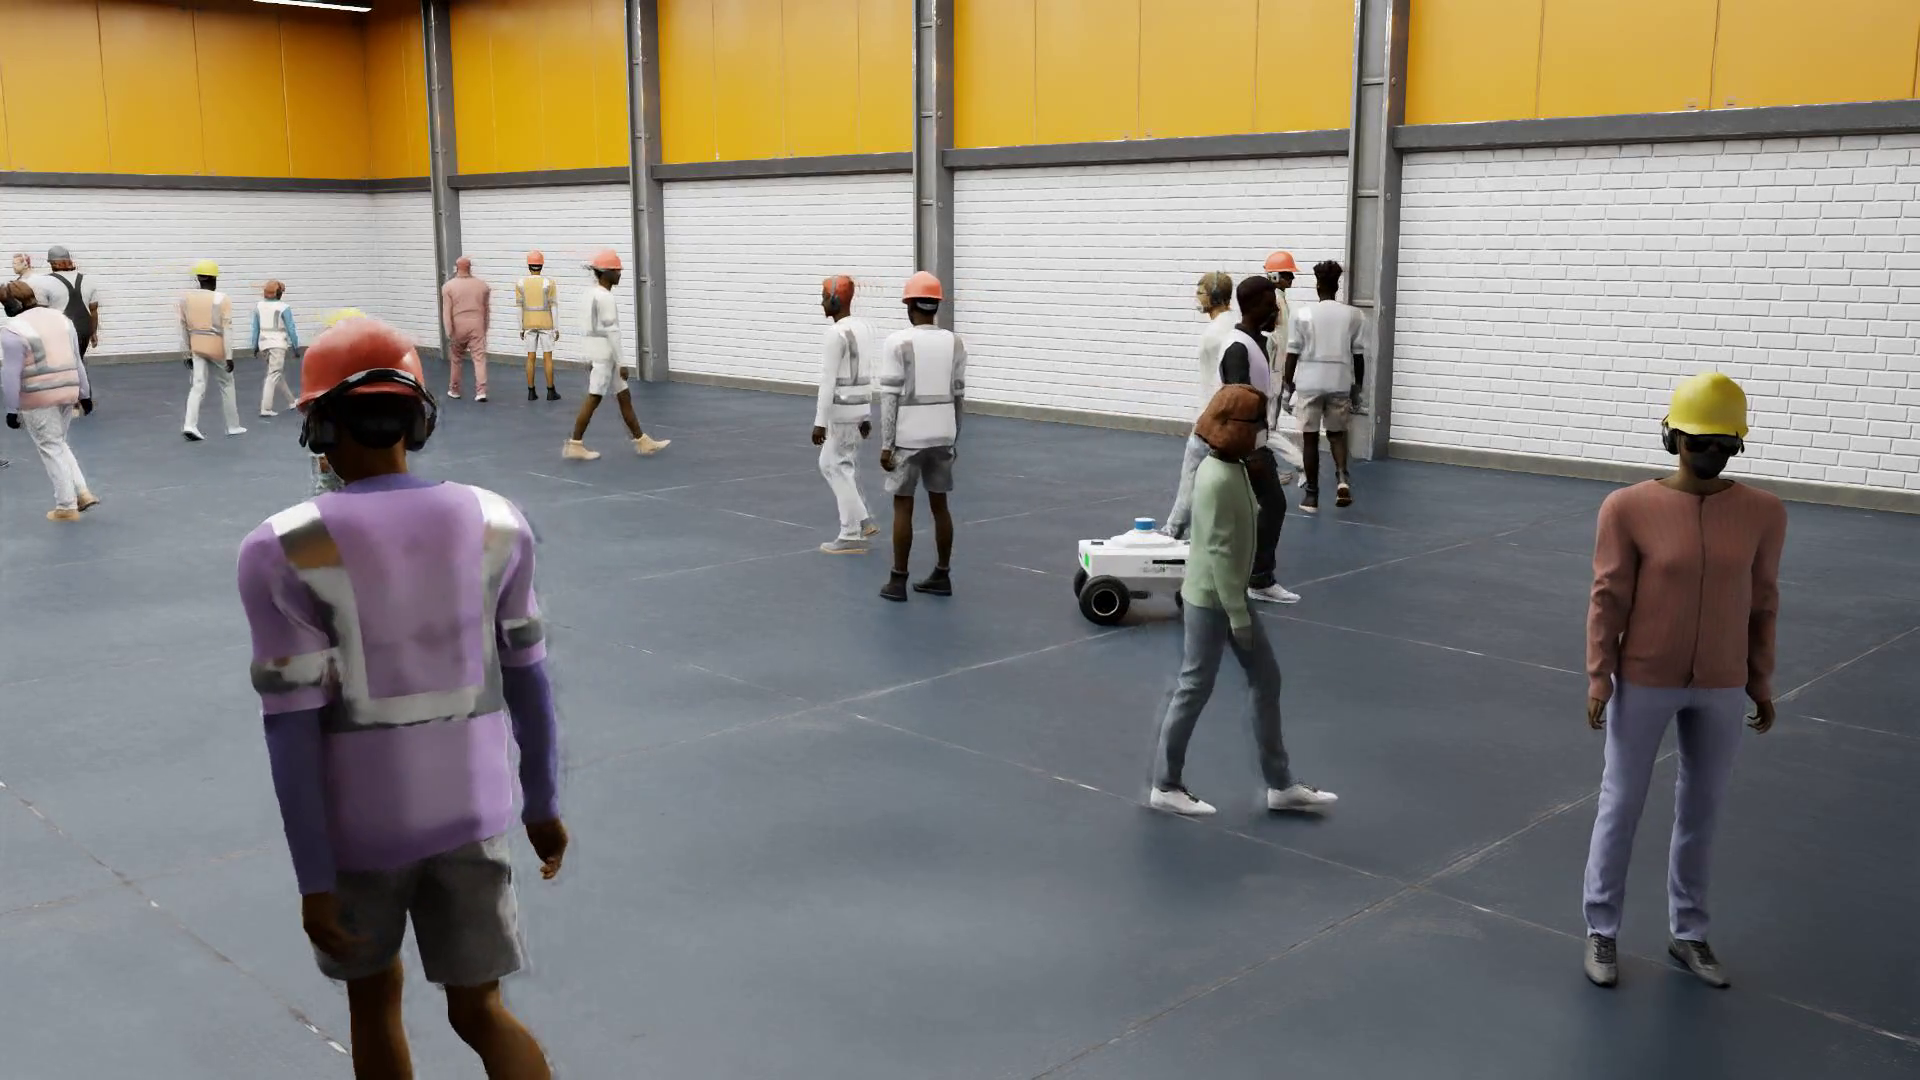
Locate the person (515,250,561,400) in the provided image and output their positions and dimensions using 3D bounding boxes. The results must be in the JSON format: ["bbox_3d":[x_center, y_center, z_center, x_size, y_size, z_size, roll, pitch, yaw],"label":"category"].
[{"bbox_3d":[-5.452,-2.770,21.521,0.545,1.942,0.347,0,10,2],"label":"person"}]

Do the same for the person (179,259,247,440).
[{"bbox_3d":[-7.908,-1.997,17.465,0.600,1.888,0.964,1,10,6],"label":"person"}]

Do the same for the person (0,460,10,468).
[{"bbox_3d":[-9.047,-1.555,15.202,0.590,1.829,0.404,6,12,30],"label":"person"}]

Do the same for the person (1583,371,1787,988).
[{"bbox_3d":[2.034,0.407,4.681,0.533,1.765,0.330,0,10,2],"label":"person"}]

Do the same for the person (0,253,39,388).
[{"bbox_3d":[-13.027,-3.016,23.057,0.871,1.875,0.651,-8,13,-38],"label":"person"}]

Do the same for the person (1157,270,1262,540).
[{"bbox_3d":[1.602,-0.791,10.837,0.953,1.895,0.645,5,11,24],"label":"person"}]

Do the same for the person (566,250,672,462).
[{"bbox_3d":[-3.292,-1.736,15.761,1.038,1.986,0.631,-4,11,-20],"label":"person"}]

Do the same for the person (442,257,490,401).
[{"bbox_3d":[-6.377,-2.719,21.516,0.641,1.850,1.020,-6,12,-31],"label":"person"}]

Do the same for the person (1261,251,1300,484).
[{"bbox_3d":[2.732,-1.493,14.414,0.382,1.995,0.612,3,11,18],"label":"person"}]

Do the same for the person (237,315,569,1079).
[{"bbox_3d":[-1.015,0.561,3.283,0.622,1.990,0.915,-9,13,-39],"label":"person"}]

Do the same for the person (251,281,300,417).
[{"bbox_3d":[-8.108,-2.281,19.803,0.530,1.583,0.868,4,11,20],"label":"person"}]

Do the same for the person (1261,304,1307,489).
[{"bbox_3d":[2.610,-1.215,13.934,0.704,1.618,0.524,2,11,9],"label":"person"}]

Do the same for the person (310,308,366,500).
[{"bbox_3d":[-3.900,-0.587,10.317,0.857,1.690,0.510,-3,11,-16],"label":"person"}]

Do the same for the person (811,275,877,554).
[{"bbox_3d":[-0.808,-0.823,11.110,0.418,1.873,0.581,2,11,12],"label":"person"}]

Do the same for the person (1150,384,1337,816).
[{"bbox_3d":[1.050,0.242,6.024,0.773,1.600,0.516,4,11,21],"label":"person"}]

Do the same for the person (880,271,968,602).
[{"bbox_3d":[-0.225,-0.602,9.761,0.544,1.927,0.419,-6,12,-28],"label":"person"}]

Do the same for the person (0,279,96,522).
[{"bbox_3d":[-6.776,-1.017,12.334,0.449,1.806,0.704,3,11,14],"label":"person"}]

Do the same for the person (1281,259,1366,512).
[{"bbox_3d":[2.798,-1.171,12.784,0.626,1.953,0.468,-1,10,-5],"label":"person"}]

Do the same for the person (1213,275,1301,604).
[{"bbox_3d":[1.680,-0.540,9.458,0.730,1.898,0.586,4,11,23],"label":"person"}]

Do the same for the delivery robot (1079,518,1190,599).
[{"bbox_3d":[1.025,0.120,9.286,0.707,0.478,0.477,0,10,0],"label":"delivery robot"}]

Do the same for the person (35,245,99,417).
[{"bbox_3d":[-10.571,-2.472,19.624,0.542,2.000,0.689,5,12,27],"label":"person"}]
